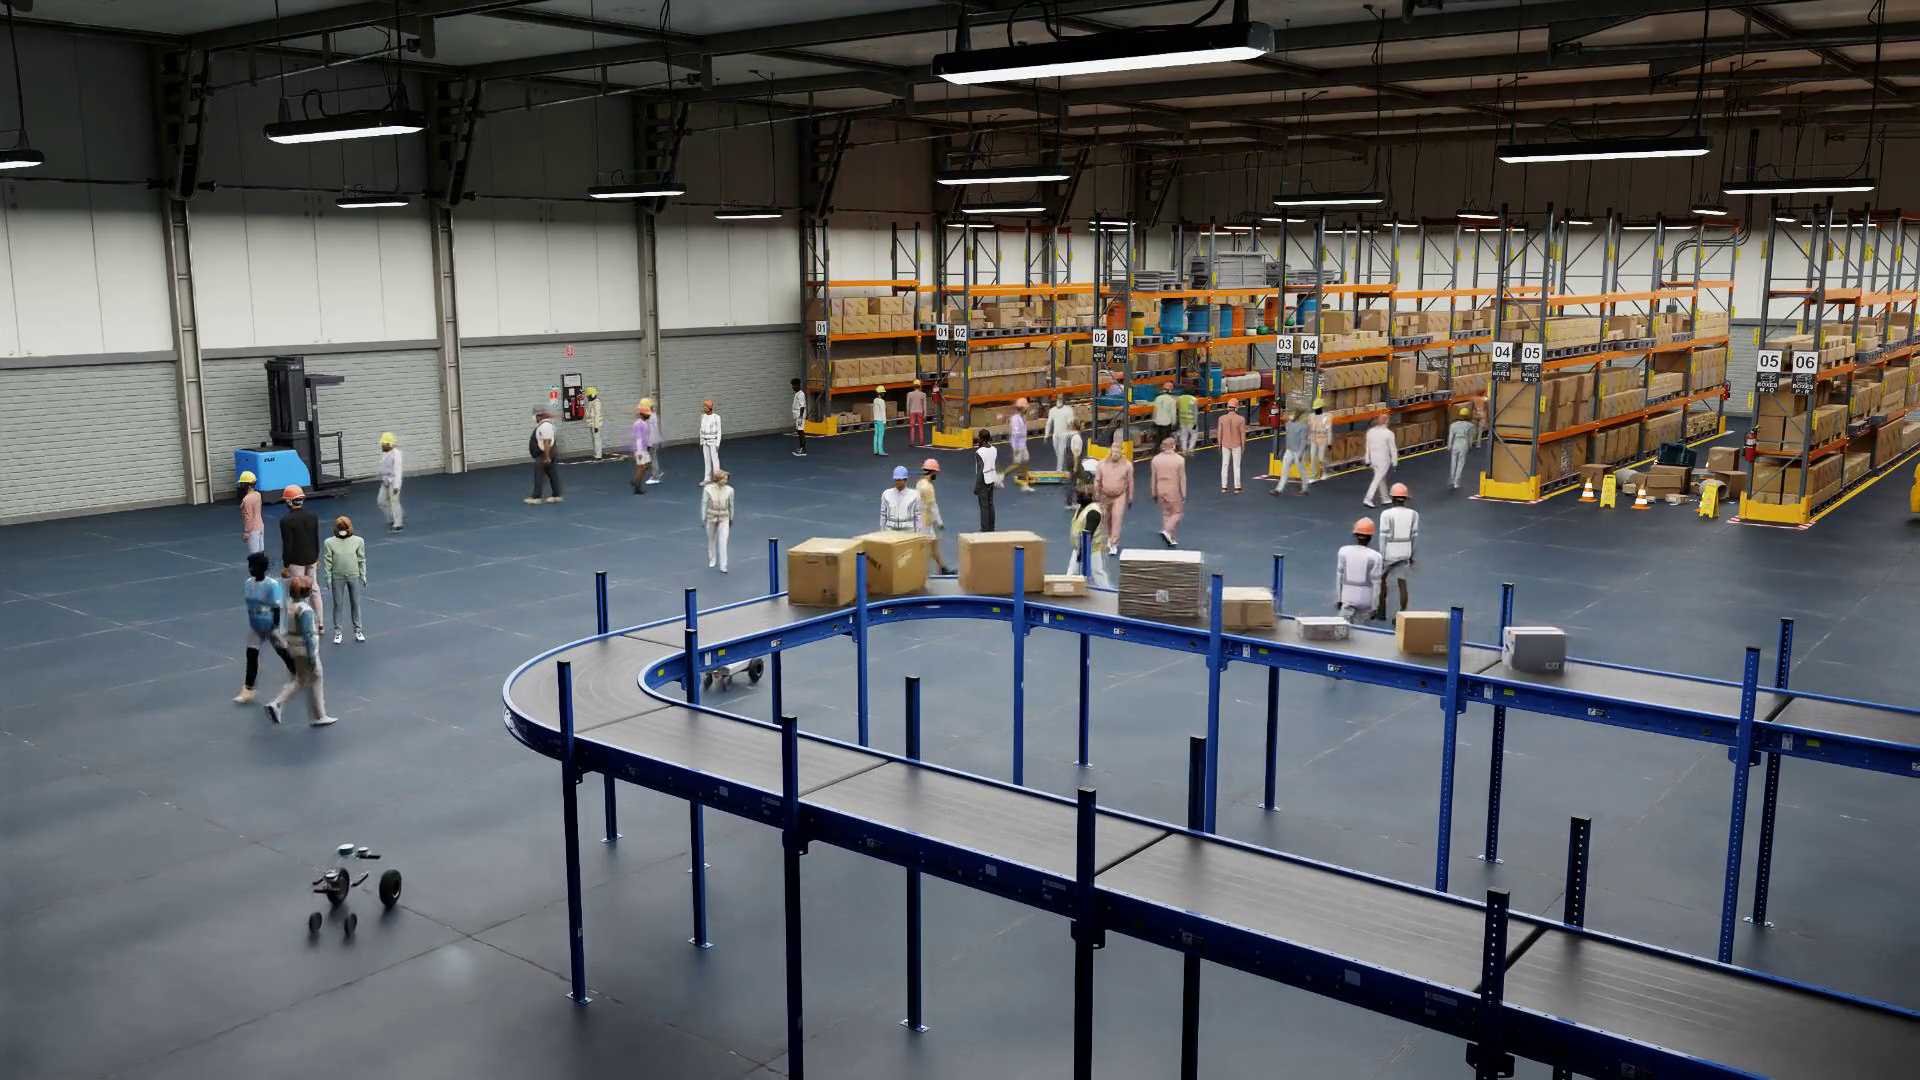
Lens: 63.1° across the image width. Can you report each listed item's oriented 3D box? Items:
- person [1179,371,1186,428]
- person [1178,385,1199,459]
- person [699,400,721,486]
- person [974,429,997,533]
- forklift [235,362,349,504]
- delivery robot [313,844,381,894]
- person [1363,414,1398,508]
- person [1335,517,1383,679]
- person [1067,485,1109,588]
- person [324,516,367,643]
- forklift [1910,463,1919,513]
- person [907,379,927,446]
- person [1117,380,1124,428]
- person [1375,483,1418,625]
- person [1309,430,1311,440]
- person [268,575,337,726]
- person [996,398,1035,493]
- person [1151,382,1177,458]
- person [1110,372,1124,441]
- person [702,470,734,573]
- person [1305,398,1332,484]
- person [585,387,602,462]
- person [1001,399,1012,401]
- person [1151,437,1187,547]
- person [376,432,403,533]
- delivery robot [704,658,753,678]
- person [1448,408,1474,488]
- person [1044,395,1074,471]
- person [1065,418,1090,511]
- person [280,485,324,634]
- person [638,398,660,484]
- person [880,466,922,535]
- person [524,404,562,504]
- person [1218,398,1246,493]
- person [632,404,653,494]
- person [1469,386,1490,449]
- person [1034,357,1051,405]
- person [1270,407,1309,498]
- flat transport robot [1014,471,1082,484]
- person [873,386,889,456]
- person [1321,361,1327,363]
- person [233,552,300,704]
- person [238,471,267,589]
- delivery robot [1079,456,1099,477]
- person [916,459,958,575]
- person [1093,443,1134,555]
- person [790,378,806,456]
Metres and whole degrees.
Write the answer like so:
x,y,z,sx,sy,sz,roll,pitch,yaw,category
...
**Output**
x,y,z,sx,sy,sz,roll,pitch,yaw,category
6.588,-4.174,46.237,0.728,1.673,0.535,-9,14,-43,person
5.679,-2.925,38.817,0.623,1.823,0.464,9,14,42,person
-5.432,-2.100,33.977,0.573,1.887,0.355,7,12,36,person
0.451,-1.009,27.743,0.387,1.919,0.594,6,12,29,person
-13.803,-2.244,32.110,1.129,2.768,1.873,8,13,37,forklift
-4.552,2.382,11.623,0.335,0.223,0.698,1,10,4,delivery robot
8.374,-1.581,31.128,0.993,1.865,0.647,-6,12,-32,person
4.614,0.692,18.180,0.550,1.921,0.772,6,12,31,person
1.708,0.126,21.715,0.964,1.792,0.621,-3,11,-17,person
-7.871,0.499,20.059,0.499,1.633,0.281,-5,11,-26,person
19.034,-1.348,28.998,2.313,2.155,1.214,8,13,37,forklift
-1.145,-3.371,41.487,0.533,1.765,0.324,-1,10,-4,person
4.594,-3.828,44.486,0.519,1.605,0.728,6,12,31,person
5.834,0.179,21.071,0.586,1.906,0.772,-2,10,-12,person
8.923,-3.015,39.167,0.519,1.874,0.331,9,14,42,person
-6.889,1.170,16.304,0.588,1.619,0.524,-9,14,-42,person
1.198,-2.010,33.100,0.743,2.021,0.623,5,11,25,person
4.969,-2.850,37.964,0.679,1.969,0.525,9,14,42,person
4.278,-3.600,42.376,0.550,1.916,0.805,8,13,37,person
-3.838,-0.320,24.794,0.531,1.591,0.837,-2,10,-13,person
7.872,-2.169,34.342,0.695,1.891,0.511,9,14,43,person
-8.946,-2.824,38.224,0.404,1.826,0.588,-5,11,-25,person
1.411,-4.516,47.426,0.376,1.940,0.629,-10,14,-43,person
3.557,-0.807,26.707,0.675,1.879,0.510,7,12,36,person
-10.269,-1.037,28.186,0.618,1.811,0.447,9,14,43,person
-2.664,1.355,18.122,0.477,0.478,0.707,4,11,22,delivery robot
10.891,-2.011,33.970,0.490,1.705,0.842,6,11,29,person
2.164,-2.310,35.129,0.711,1.893,0.819,9,13,41,person
2.365,-1.484,30.694,0.656,1.824,0.513,-2,10,-11,person
-8.577,0.273,20.315,0.397,1.992,0.621,4,11,20,person
-6.802,-2.162,34.283,0.456,1.901,0.581,-5,11,-26,person
-0.854,-0.098,22.527,0.605,1.951,0.384,2,10,9,person
-8.496,-1.736,31.615,0.857,2.000,0.699,-2,10,-13,person
5.757,-2.000,33.105,0.609,1.996,0.379,5,11,25,person
-6.660,-1.921,32.901,0.502,1.904,0.577,1,10,4,person
13.640,-3.211,40.960,0.533,1.615,0.567,7,12,35,person
2.508,-4.461,46.868,0.656,2.023,0.467,7,12,34,person
6.878,-1.796,32.271,1.007,1.882,0.653,-7,12,-33,person
1.948,-1.391,34.651,1.431,0.197,0.652,-1,10,-4,flat transport robot
-1.998,-3.006,39.416,0.311,1.768,0.533,-6,12,-30,person
12.337,-5.407,52.901,0.566,1.794,0.991,7,12,36,person
-7.763,0.948,17.487,0.540,1.652,0.857,4,11,23,person
-10.550,-0.146,23.316,0.309,1.769,0.525,-1,10,-6,person
2.952,-1.629,34.928,0.707,0.478,0.477,-3,11,-18,delivery robot
-0.430,-0.282,23.759,0.986,1.870,0.541,-2,10,-9,person
2.597,-0.734,26.355,0.644,1.866,0.958,3,10,14,person
-4.076,-3.110,39.447,0.393,1.958,0.613,-2,10,-12,person
